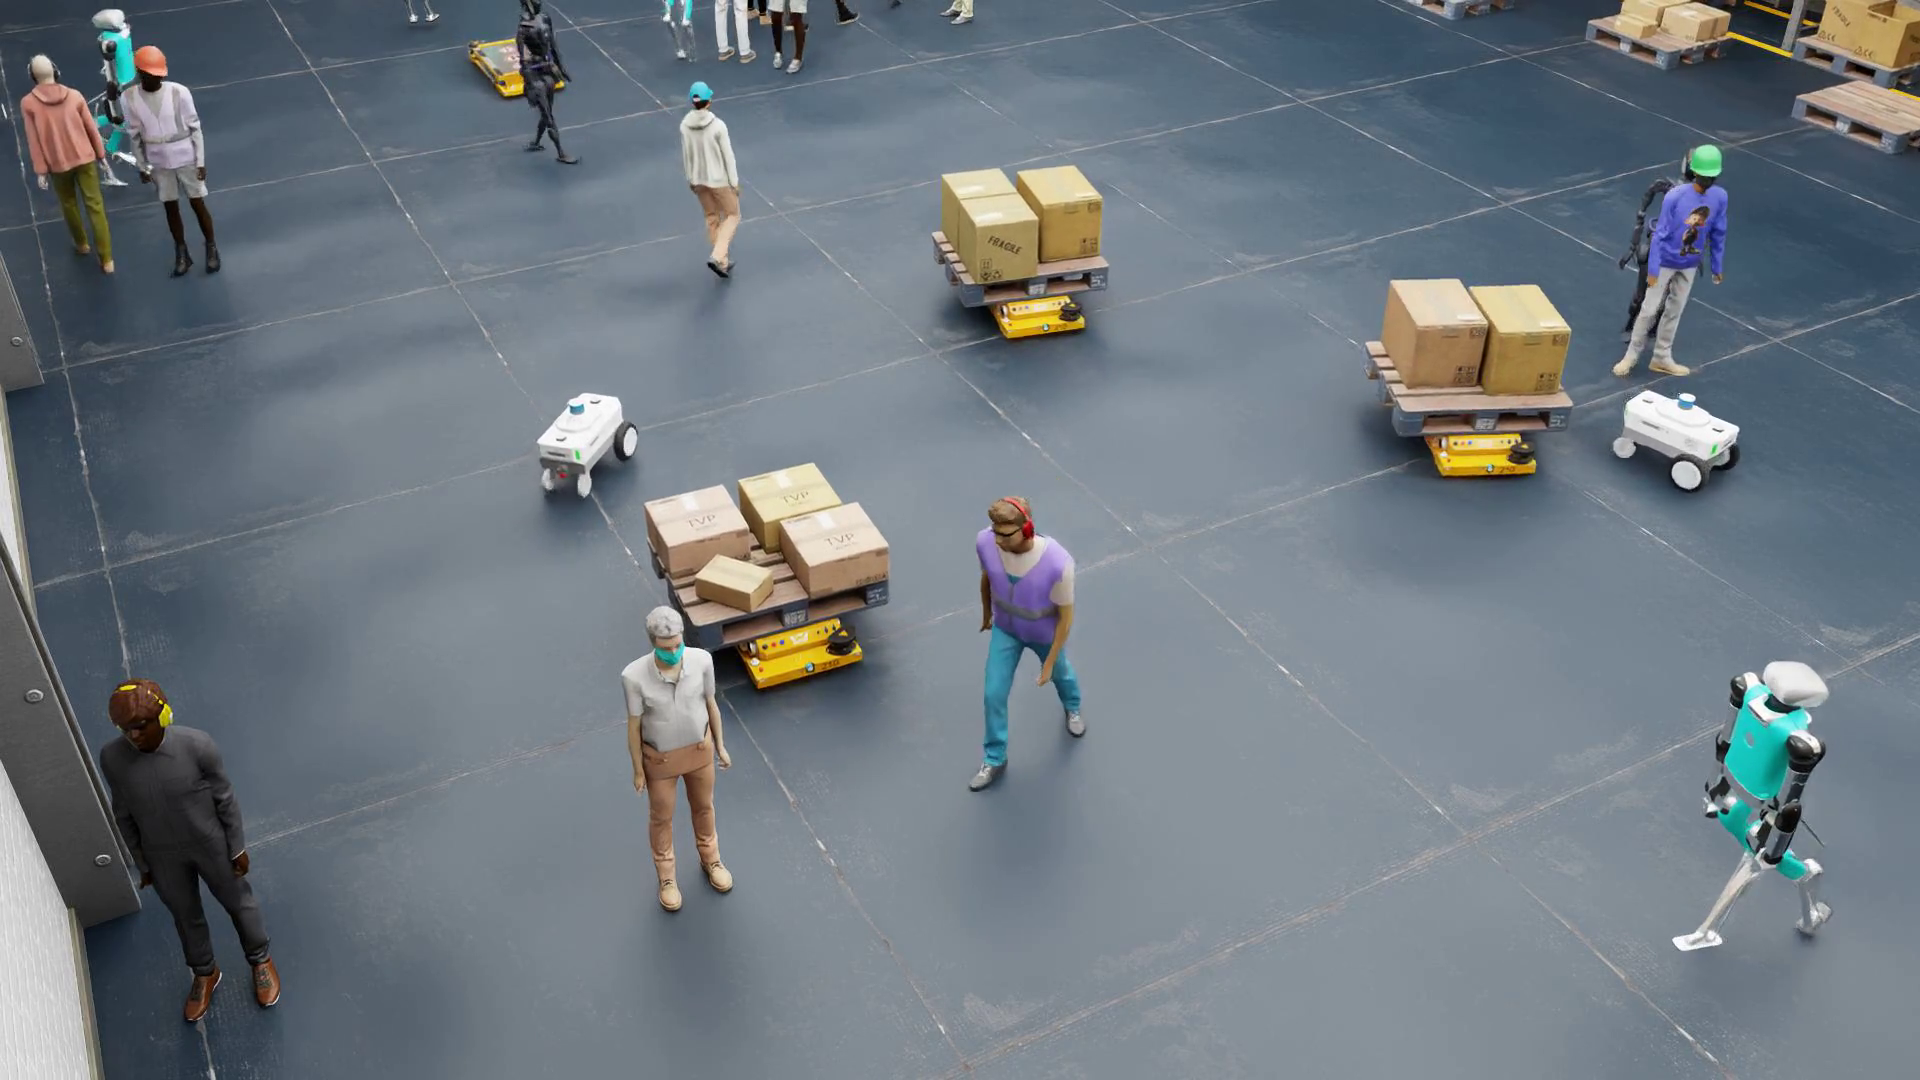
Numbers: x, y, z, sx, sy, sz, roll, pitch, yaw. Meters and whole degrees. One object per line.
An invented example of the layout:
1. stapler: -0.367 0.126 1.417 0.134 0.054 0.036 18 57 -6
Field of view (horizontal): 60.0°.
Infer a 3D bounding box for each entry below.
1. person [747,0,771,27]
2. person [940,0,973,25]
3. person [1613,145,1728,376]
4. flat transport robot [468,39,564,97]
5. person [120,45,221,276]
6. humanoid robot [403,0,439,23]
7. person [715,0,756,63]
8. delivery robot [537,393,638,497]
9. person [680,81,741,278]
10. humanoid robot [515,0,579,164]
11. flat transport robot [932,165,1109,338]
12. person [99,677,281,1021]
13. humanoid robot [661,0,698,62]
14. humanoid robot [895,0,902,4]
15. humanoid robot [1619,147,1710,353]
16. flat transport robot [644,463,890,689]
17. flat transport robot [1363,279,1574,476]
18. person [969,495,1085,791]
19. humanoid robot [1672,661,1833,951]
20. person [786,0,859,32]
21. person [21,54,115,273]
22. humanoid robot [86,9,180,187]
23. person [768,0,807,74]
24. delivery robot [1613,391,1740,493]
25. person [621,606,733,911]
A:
1. person: -2.337 -6.818 19.210 0.317 1.691 0.533 -26 42 -32
2. person: 0.011 -6.924 19.230 0.391 1.842 0.562 -12 37 -17
3. person: 5.303 -2.015 12.212 0.588 1.866 0.399 -3 35 -4
4. flat transport robot: -4.841 -5.162 18.086 0.659 0.231 1.431 -17 39 -23
5. person: -6.513 -3.130 13.752 0.581 1.919 0.381 -8 36 -11
6. humanoid robot: -6.293 -6.714 18.906 0.533 1.677 0.735 -1 35 -2
7. person: -2.512 -6.156 18.105 0.578 1.879 0.350 12 37 17
8. delivery robot: -2.607 -0.700 11.456 0.499 0.583 0.767 9 36 13
9. person: -2.047 -2.942 13.699 0.488 1.651 0.484 12 37 17
10. humanoid robot: -3.998 -4.440 15.874 0.696 1.643 0.623 15 38 20
11. flat transport robot: 0.486 -2.094 13.705 0.659 0.231 1.431 -9 36 -13
12. person: -3.414 1.367 7.366 0.491 1.875 0.356 -7 36 -10
13. humanoid robot: -3.087 -6.084 18.159 0.530 1.811 0.774 5 35 7
14. humanoid robot: -0.637 -7.259 19.873 0.630 1.628 0.601 -16 38 -22
15. humanoid robot: 5.385 -2.234 12.688 0.616 1.638 0.375 8 36 11
16. flat transport robot: -1.169 0.355 10.208 0.659 0.231 1.431 -15 38 -20
17. flat transport robot: 3.613 -0.921 12.030 0.659 0.231 1.431 -2 35 -3
18. person: 0.375 0.429 8.796 0.587 1.778 0.901 16 38 21
19. humanoid robot: 3.880 1.248 7.684 0.915 1.790 0.545 -8 36 -11
20. person: -1.636 -6.789 18.979 0.609 1.921 0.998 28 44 34
21. person: -7.463 -3.194 13.930 0.567 1.805 0.867 -19 39 -25
22. humanoid robot: -7.715 -3.912 15.012 0.984 1.719 0.554 -3 35 -4
23. person: -1.848 -6.010 17.849 0.586 1.924 0.512 8 36 11
24. delivery robot: 4.982 -0.715 11.493 0.499 0.601 0.775 -27 43 -33
25. person: -1.348 1.029 7.958 0.472 1.747 0.321 -16 38 -21
